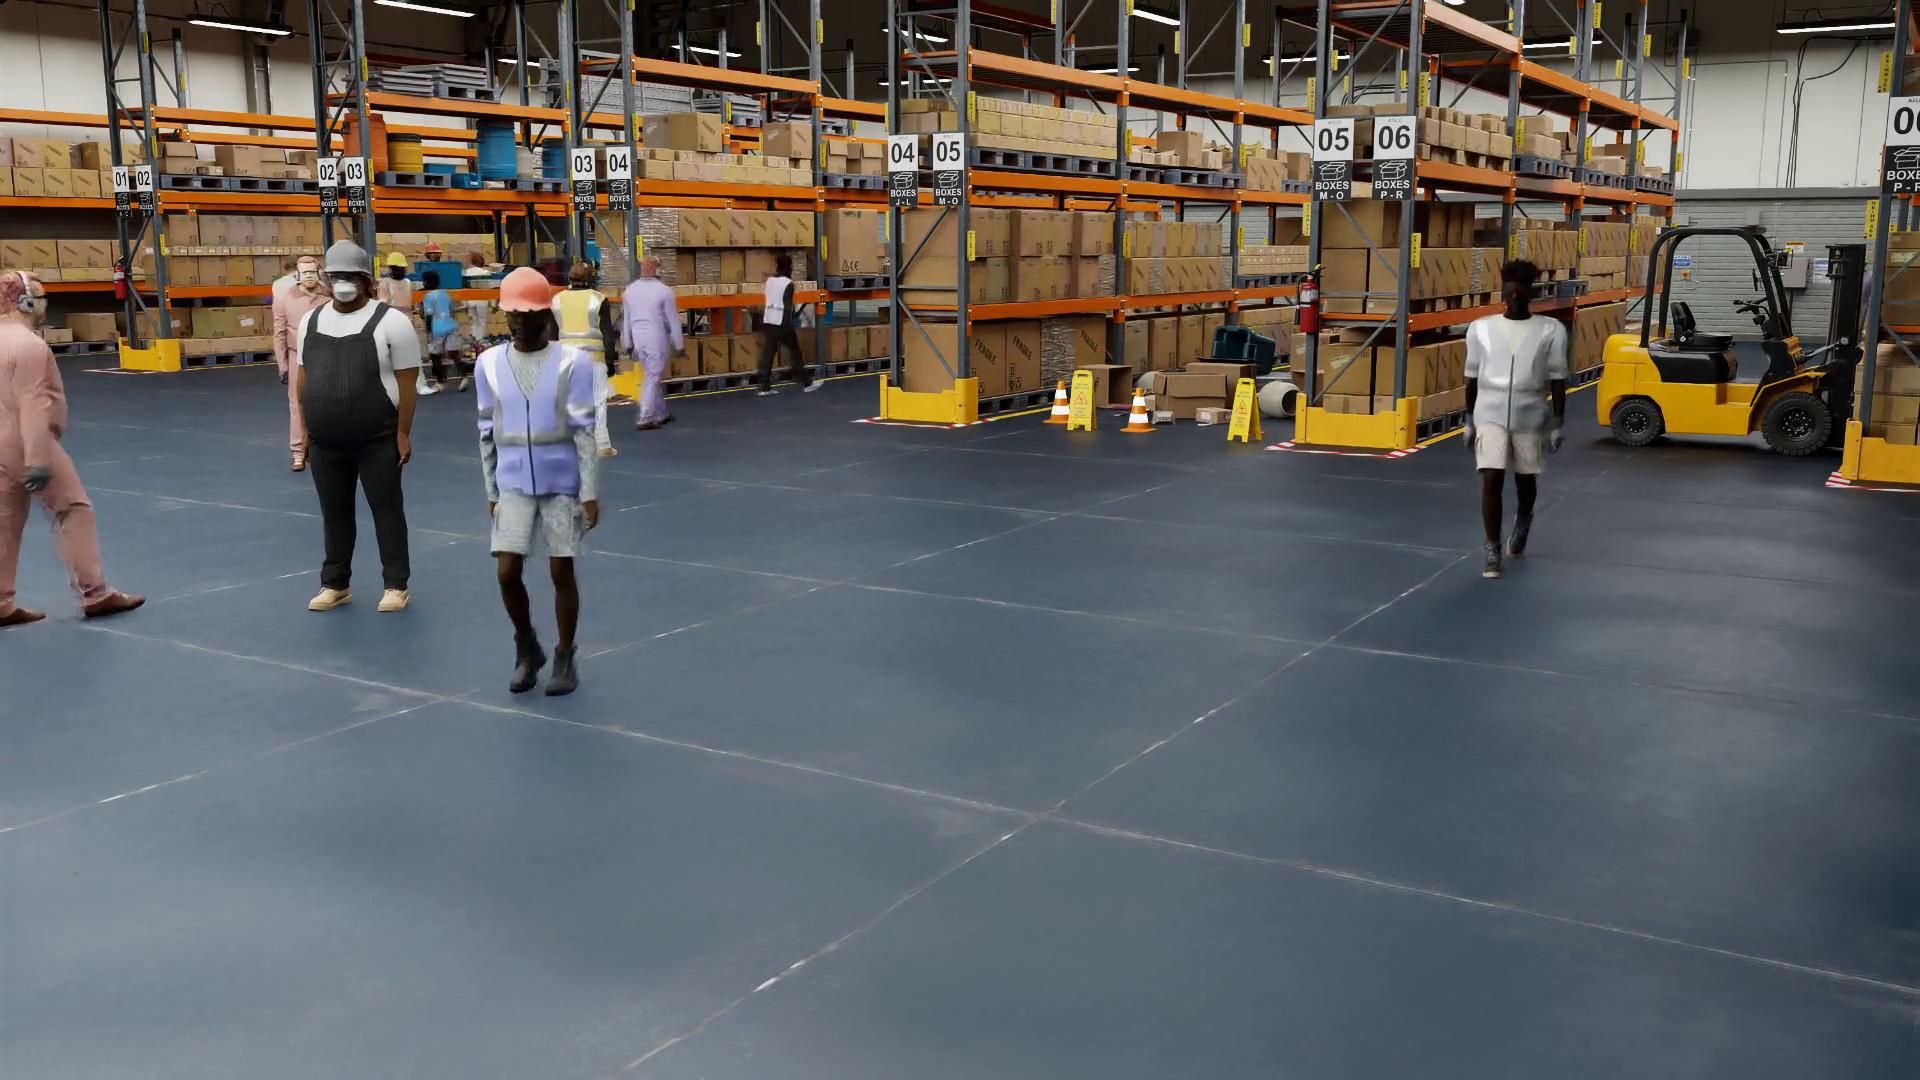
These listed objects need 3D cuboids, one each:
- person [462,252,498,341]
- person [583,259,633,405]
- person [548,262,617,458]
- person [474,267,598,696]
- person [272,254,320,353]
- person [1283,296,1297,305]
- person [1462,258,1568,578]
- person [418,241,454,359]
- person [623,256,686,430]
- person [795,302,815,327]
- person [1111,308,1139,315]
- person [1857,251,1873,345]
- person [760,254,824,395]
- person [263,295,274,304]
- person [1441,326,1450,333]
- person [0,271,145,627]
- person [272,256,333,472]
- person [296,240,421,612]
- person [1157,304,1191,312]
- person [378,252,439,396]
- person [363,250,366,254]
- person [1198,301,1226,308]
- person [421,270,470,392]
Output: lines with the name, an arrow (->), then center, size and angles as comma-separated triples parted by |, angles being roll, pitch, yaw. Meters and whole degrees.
person -> -8.573, -4.199, 29.692 | 0.573, 1.866, 0.446 | 5, 11, 25
person -> -4.525, -2.551, 20.603 | 0.954, 1.808, 0.613 | 1, 10, 7
person -> -3.539, -1.687, 15.694 | 0.619, 1.845, 0.430 | 2, 10, 9
person -> -1.869, -0.241, 7.393 | 0.555, 1.921, 0.448 | 0, 10, -1
person -> -8.760, -2.846, 22.081 | 0.636, 1.894, 1.031 | -6, 12, -28
person -> 7.054, -5.211, 35.197 | 0.609, 1.925, 0.648 | 3, 11, 18
person -> 3.430, -0.772, 10.308 | 0.610, 1.942, 0.841 | 4, 11, 21
person -> -8.427, -3.760, 26.733 | 0.368, 2.048, 0.607 | 9, 14, 43
person -> -3.282, -2.156, 18.237 | 0.666, 1.866, 0.899 | 5, 11, 28
person -> -2.544, -3.874, 27.837 | 0.611, 1.875, 0.446 | 7, 12, 34
person -> 3.019, -4.257, 30.166 | 0.631, 1.821, 0.770 | 9, 13, 40
person -> 15.436, -4.027, 28.627 | 0.610, 1.902, 0.647 | 6, 12, 32
person -> -2.313, -2.885, 22.353 | 0.997, 1.867, 0.597 | -10, 14, -43
person -> -13.105, -4.638, 32.010 | 0.578, 1.911, 0.750 | 9, 13, 40
person -> 8.286, -4.089, 28.878 | 0.609, 1.940, 1.030 | 6, 12, 32
person -> -4.865, -0.484, 8.885 | 0.655, 1.872, 0.858 | 7, 12, 35
person -> -5.766, -1.569, 14.856 | 0.642, 1.909, 0.399 | -5, 11, -28
person -> -3.330, -0.613, 9.124 | 0.682, 2.000, 0.537 | 1, 10, 5
person -> 3.886, -4.329, 30.560 | 0.648, 1.812, 0.763 | 8, 13, 39
person -> -7.247, -2.798, 21.750 | 0.878, 1.893, 0.621 | 5, 11, 25
person -> -9.578, -3.666, 26.574 | 0.556, 1.924, 0.539 | 2, 10, 13
person -> 4.773, -4.489, 31.421 | 0.520, 1.843, 0.859 | 5, 11, 28
person -> -6.947, -2.815, 22.528 | 0.696, 1.661, 0.622 | 3, 11, 18
